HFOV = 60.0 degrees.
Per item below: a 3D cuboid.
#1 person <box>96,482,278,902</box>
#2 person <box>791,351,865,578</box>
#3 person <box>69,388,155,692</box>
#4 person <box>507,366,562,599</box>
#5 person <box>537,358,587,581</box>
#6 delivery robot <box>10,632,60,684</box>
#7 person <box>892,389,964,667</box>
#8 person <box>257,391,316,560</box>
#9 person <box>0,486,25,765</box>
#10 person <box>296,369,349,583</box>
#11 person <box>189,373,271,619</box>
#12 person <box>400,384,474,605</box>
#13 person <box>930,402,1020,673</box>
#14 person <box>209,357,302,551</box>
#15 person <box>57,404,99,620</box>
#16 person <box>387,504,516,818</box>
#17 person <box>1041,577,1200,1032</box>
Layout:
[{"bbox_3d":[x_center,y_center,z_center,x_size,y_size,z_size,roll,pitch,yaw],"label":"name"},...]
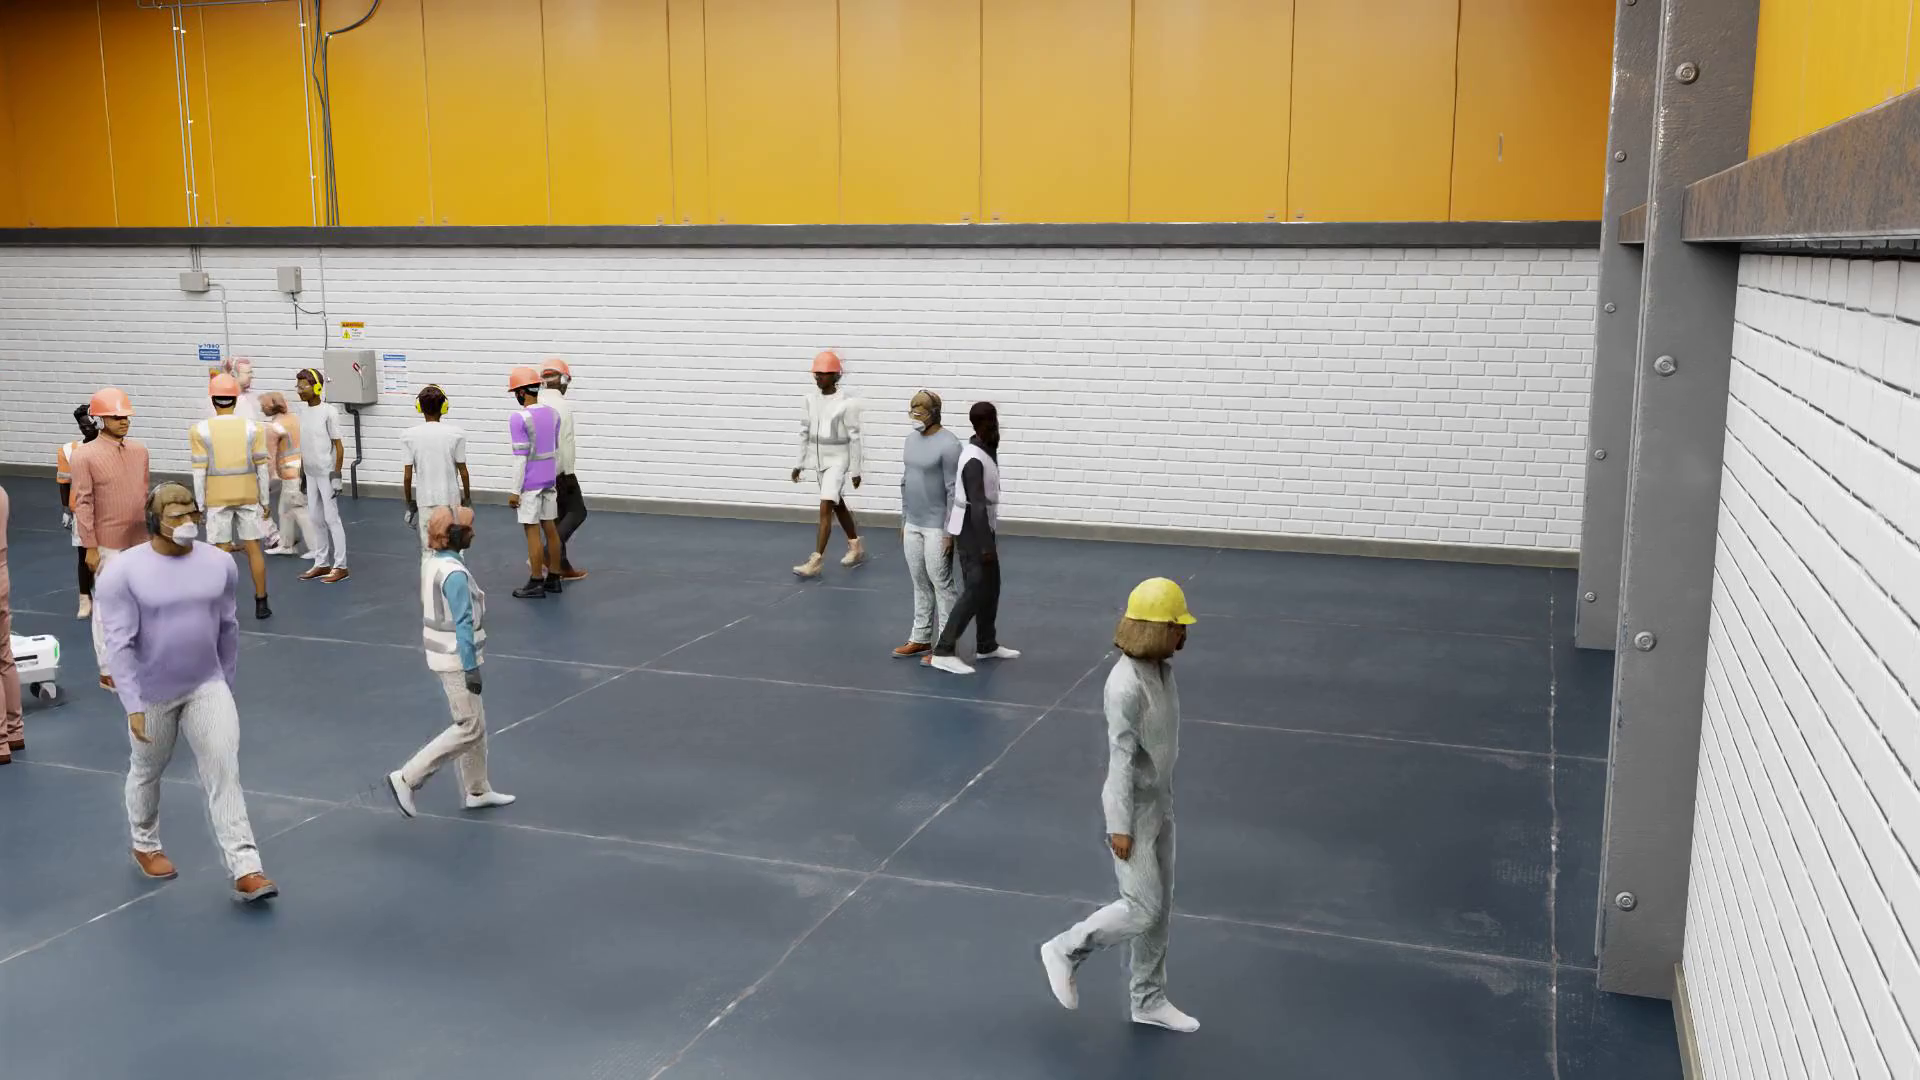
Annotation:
[{"bbox_3d":[-3.493,0.679,7.450,1.038,1.893,0.628,9,14,42],"label":"person"},{"bbox_3d":[-1.157,-0.692,14.876,0.606,1.999,1.067,8,13,39],"label":"person"},{"bbox_3d":[-5.551,-0.009,10.999,0.379,1.995,0.612,3,11,17],"label":"person"},{"bbox_3d":[-3.552,-0.475,13.815,0.370,1.928,0.543,5,11,24],"label":"person"},{"bbox_3d":[-3.523,-0.598,14.475,0.510,1.946,0.649,-9,13,-40],"label":"person"},{"bbox_3d":[-6.066,0.762,10.448,0.707,0.478,0.477,-8,13,-39],"label":"delivery robot"},{"bbox_3d":[-0.214,-0.089,11.621,0.373,1.936,0.629,-8,13,-37],"label":"person"},{"bbox_3d":[-6.248,-0.591,15.386,0.676,1.590,0.577,0,10,1],"label":"person"},{"bbox_3d":[-5.571,0.327,9.360,0.403,1.906,0.651,-2,10,-12],"label":"person"},{"bbox_3d":[-5.565,-0.557,14.453,0.535,1.864,0.309,6,12,32],"label":"person"},{"bbox_3d":[-5.667,-0.326,12.946,0.551,1.934,0.373,-6,12,-31],"label":"person"},{"bbox_3d":[-3.998,-0.259,12.754,0.518,1.874,0.326,-2,10,-12],"label":"person"},{"bbox_3d":[0.101,-0.036,11.504,0.528,1.874,0.665,1,10,6],"label":"person"},{"bbox_3d":[-6.746,-0.798,15.800,0.969,1.857,0.665,0,10,-1],"label":"person"},{"bbox_3d":[-6.757,-0.223,13.043,0.540,1.695,0.317,-5,11,-25],"label":"person"},{"bbox_3d":[-2.601,0.626,8.443,0.582,1.620,0.528,-5,11,-25],"label":"person"},{"bbox_3d":[0.627,0.980,6.161,0.503,1.726,0.504,5,11,27],"label":"person"}]
